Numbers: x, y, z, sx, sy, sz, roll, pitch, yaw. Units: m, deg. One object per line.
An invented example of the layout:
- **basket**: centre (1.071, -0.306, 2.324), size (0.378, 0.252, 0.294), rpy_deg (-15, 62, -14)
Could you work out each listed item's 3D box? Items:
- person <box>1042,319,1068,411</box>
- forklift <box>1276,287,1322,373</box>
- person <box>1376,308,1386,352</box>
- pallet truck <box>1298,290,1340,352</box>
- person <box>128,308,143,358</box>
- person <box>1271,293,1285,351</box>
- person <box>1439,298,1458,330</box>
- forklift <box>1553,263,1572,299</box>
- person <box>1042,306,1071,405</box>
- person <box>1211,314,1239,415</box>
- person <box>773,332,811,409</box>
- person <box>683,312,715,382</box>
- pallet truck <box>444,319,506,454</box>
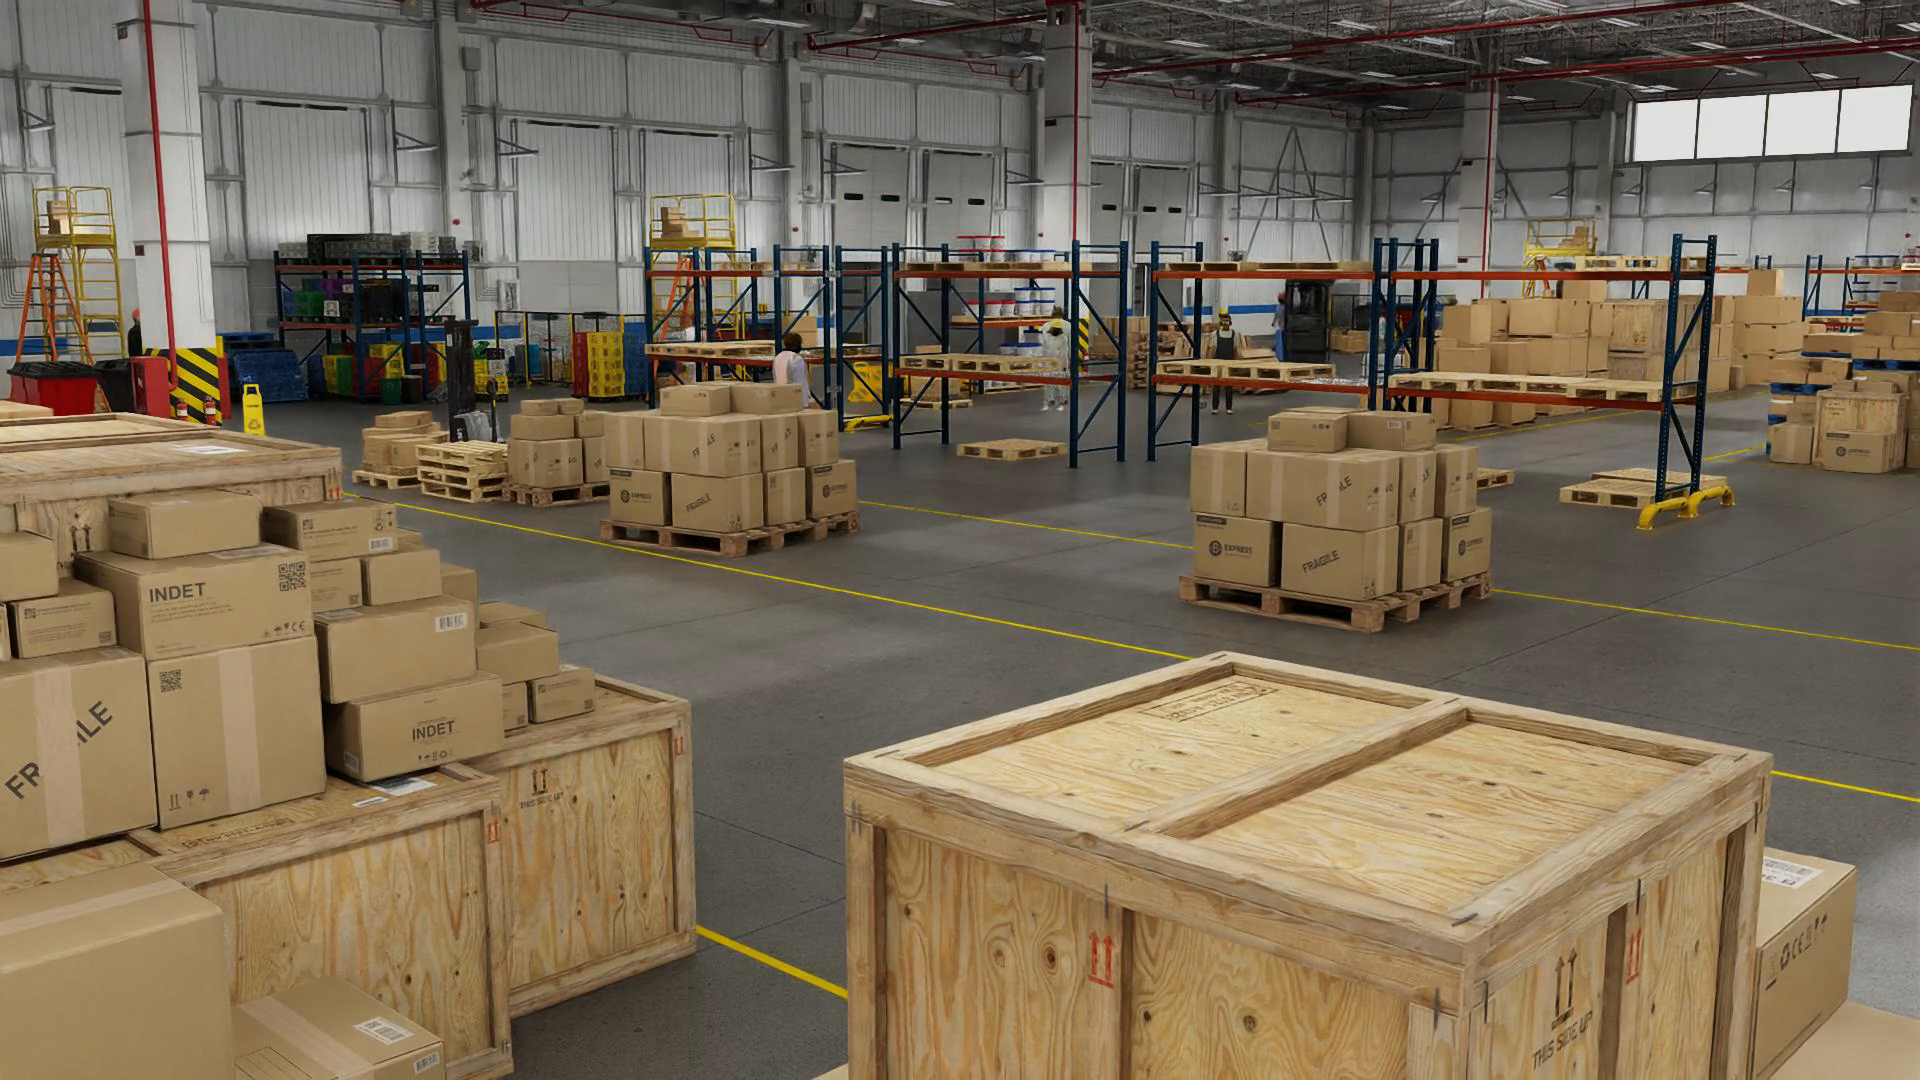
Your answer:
- **person**: centre (1.772, -3.270, 31.117), size (0.493, 1.736, 0.326), rpy_deg (2, 10, 14)
- **forklift**: centre (8.764, -5.695, 42.464), size (1.129, 2.768, 1.873), rpy_deg (0, 9, 0)
- **person**: centre (11.359, -5.498, 45.133), size (0.740, 1.616, 0.522), rpy_deg (-9, 13, -44)
- **pallet truck**: centre (11.297, -6.951, 52.861), size (1.885, 1.965, 0.823), rpy_deg (-5, 11, -29)
- **person**: centre (-14.105, -3.004, 28.679), size (0.613, 1.991, 0.391), rpy_deg (9, 13, 43)
- **person**: centre (10.475, -7.065, 53.903), size (0.973, 1.903, 0.563), rpy_deg (-3, 10, -20)
- **person**: centre (12.667, -5.286, 42.919), size (0.634, 1.917, 0.819), rpy_deg (4, 10, 22)
- **forklift**: centre (16.601, -6.261, 45.929), size (1.873, 2.768, 1.129), rpy_deg (2, 10, 15)
- **person**: centre (1.900, -3.601, 32.513), size (0.629, 1.937, 0.376), rpy_deg (-2, 9, -10)
- **person**: centre (4.825, -3.200, 30.331), size (0.504, 1.847, 0.344), rpy_deg (1, 9, 6)
- **person**: centre (-2.141, -1.753, 21.472), size (0.429, 1.841, 0.633), rpy_deg (-8, 12, -39)
- **person**: centre (-4.814, -3.289, 30.807), size (0.592, 1.861, 0.577), rpy_deg (6, 11, 34)
- **pallet truck**: centre (-6.981, -1.942, 22.150), size (1.885, 1.965, 0.823), rpy_deg (1, 9, 9)
